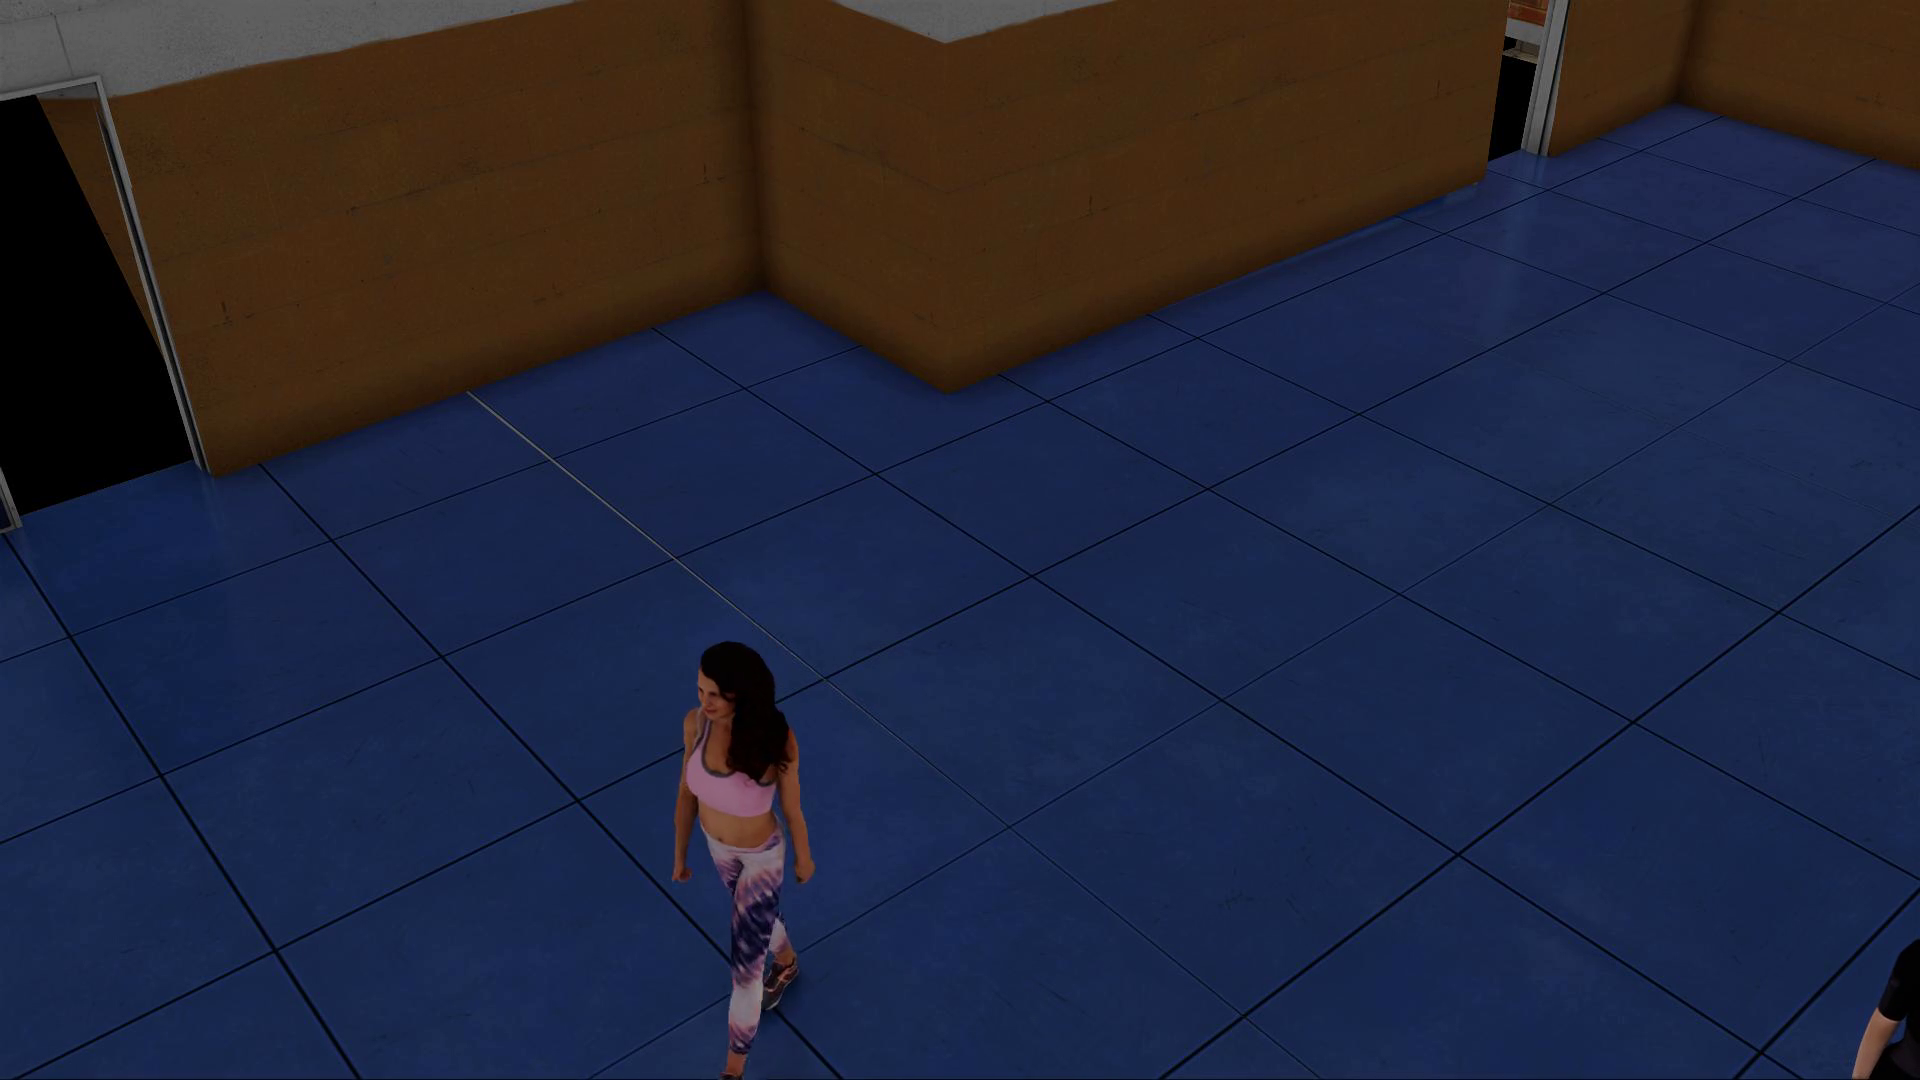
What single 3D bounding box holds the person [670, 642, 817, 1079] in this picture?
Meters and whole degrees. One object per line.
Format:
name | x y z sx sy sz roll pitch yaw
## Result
person | -0.700 1.047 5.796 1.084 1.731 0.927 15 36 21
